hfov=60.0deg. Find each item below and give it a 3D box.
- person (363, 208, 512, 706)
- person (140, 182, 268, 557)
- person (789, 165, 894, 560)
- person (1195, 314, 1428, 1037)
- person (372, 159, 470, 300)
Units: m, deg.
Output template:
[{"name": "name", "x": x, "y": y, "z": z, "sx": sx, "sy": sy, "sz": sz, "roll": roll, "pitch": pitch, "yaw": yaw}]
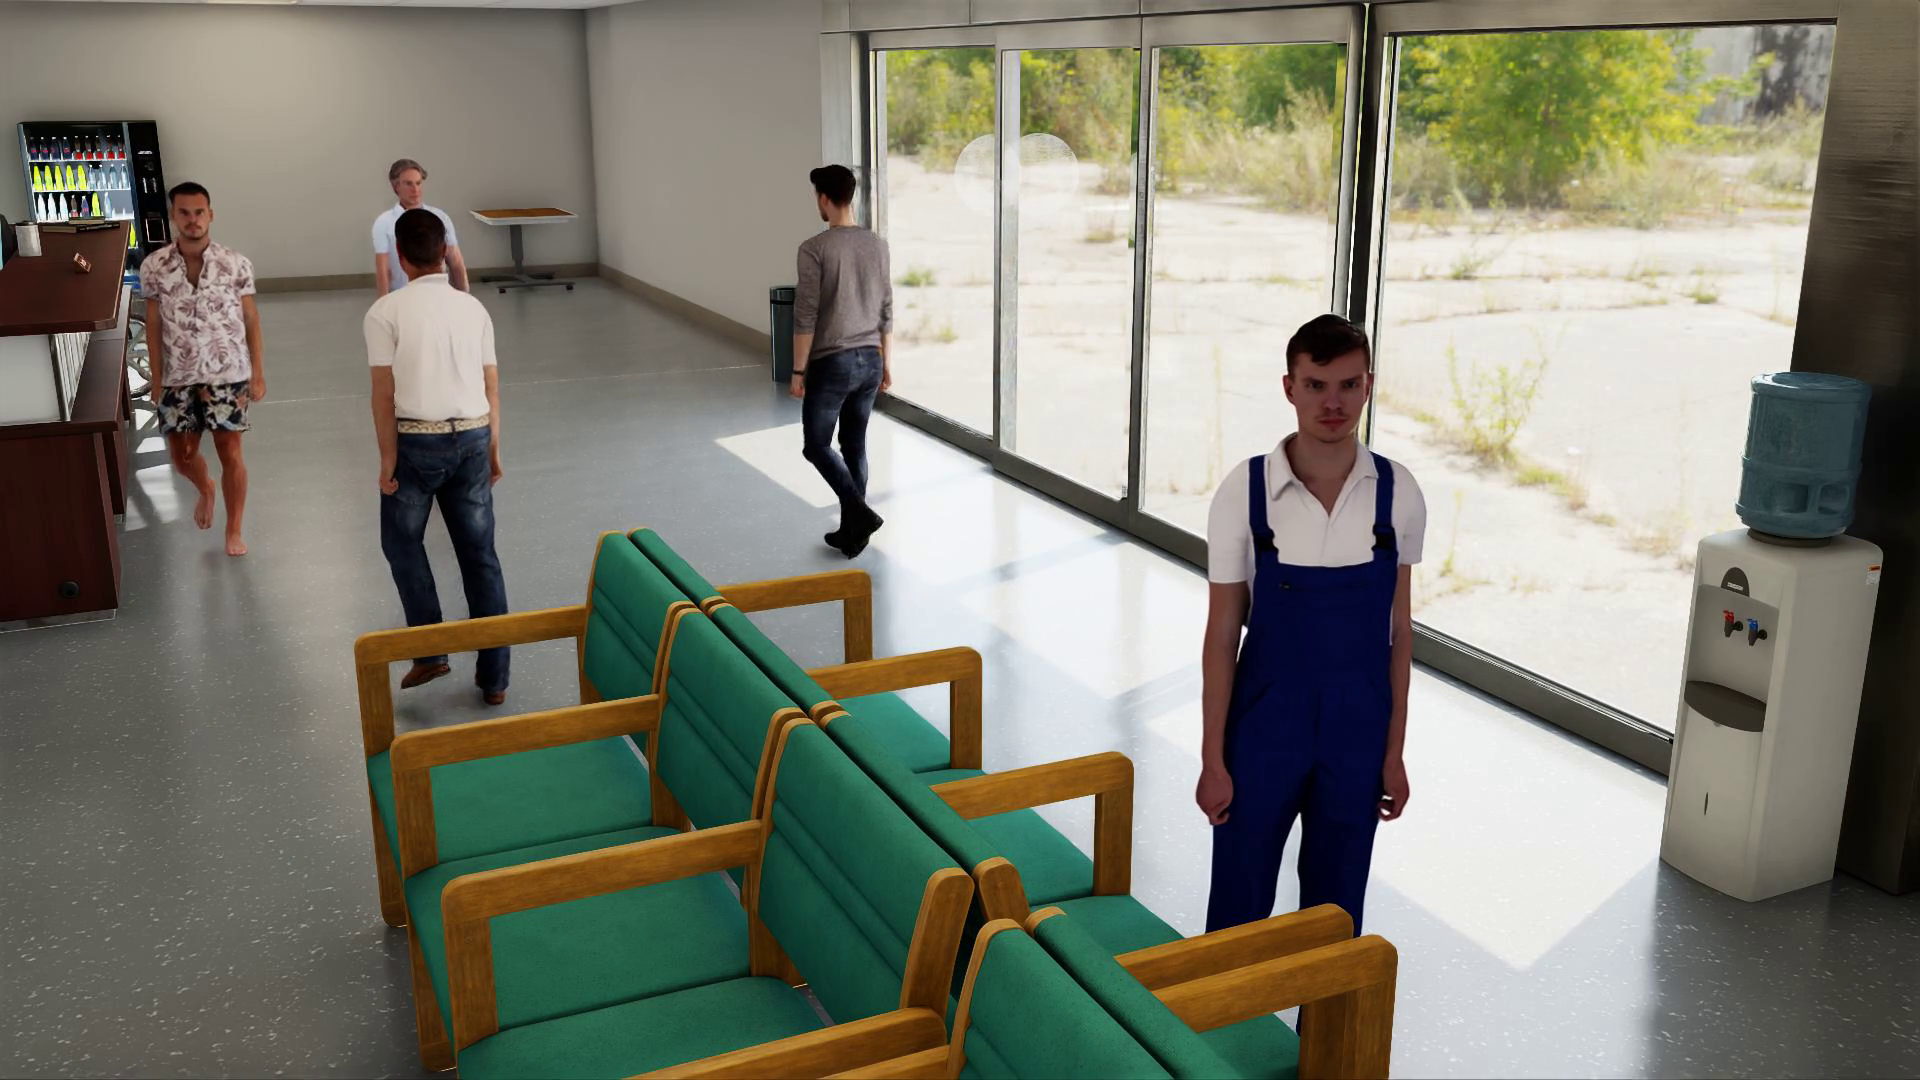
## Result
[{"name": "person", "x": -1.904, "y": -0.278, "z": 6.156, "sx": 0.745, "sy": 1.823, "sz": 0.819, "roll": -12, "pitch": 20, "yaw": -37}, {"name": "person", "x": -3.723, "y": -0.843, "z": 8.200, "sx": 0.793, "sy": 1.802, "sz": 0.786, "roll": -5, "pitch": 17, "yaw": -18}, {"name": "person", "x": -0.514, "y": -0.801, "z": 7.891, "sx": 0.865, "sy": 1.888, "sz": 0.851, "roll": -10, "pitch": 19, "yaw": -32}, {"name": "person", "x": 0.753, "y": 0.423, "z": 3.620, "sx": 0.630, "sy": 1.850, "sz": 0.765, "roll": -1, "pitch": 16, "yaw": -3}, {"name": "person", "x": -3.272, "y": -1.357, "z": 10.047, "sx": 1.146, "sy": 1.787, "sz": 0.910, "roll": -12, "pitch": 20, "yaw": -37}]
